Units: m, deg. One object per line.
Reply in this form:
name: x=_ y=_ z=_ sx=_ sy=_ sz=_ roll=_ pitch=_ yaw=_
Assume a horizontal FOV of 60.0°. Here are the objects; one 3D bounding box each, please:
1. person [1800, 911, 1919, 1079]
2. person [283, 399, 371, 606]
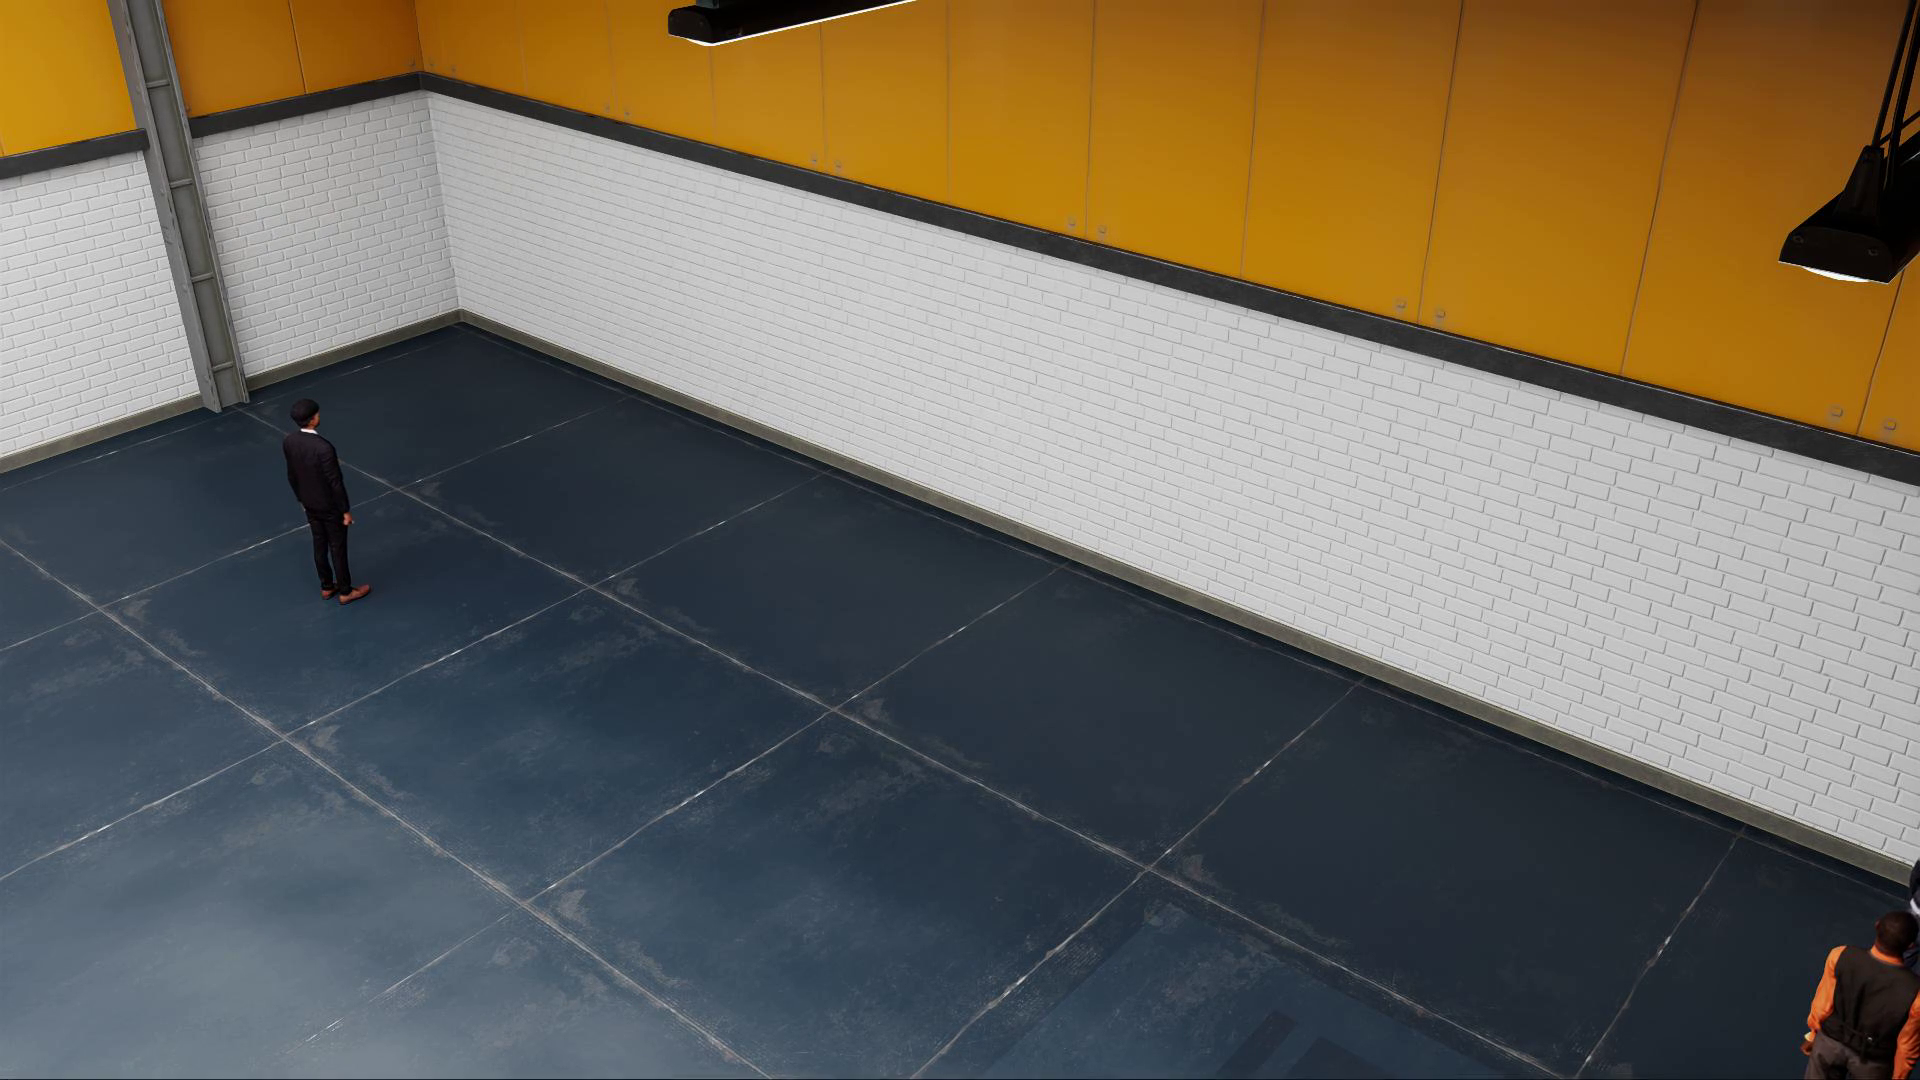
person: x=4.660 y=2.697 z=8.666 sx=0.628 sy=1.908 sz=0.707 roll=-25 pitch=37 yaw=-38
person: x=-5.470 y=-0.334 z=14.248 sx=0.754 sy=1.883 sz=0.650 roll=13 pitch=31 yaw=22
